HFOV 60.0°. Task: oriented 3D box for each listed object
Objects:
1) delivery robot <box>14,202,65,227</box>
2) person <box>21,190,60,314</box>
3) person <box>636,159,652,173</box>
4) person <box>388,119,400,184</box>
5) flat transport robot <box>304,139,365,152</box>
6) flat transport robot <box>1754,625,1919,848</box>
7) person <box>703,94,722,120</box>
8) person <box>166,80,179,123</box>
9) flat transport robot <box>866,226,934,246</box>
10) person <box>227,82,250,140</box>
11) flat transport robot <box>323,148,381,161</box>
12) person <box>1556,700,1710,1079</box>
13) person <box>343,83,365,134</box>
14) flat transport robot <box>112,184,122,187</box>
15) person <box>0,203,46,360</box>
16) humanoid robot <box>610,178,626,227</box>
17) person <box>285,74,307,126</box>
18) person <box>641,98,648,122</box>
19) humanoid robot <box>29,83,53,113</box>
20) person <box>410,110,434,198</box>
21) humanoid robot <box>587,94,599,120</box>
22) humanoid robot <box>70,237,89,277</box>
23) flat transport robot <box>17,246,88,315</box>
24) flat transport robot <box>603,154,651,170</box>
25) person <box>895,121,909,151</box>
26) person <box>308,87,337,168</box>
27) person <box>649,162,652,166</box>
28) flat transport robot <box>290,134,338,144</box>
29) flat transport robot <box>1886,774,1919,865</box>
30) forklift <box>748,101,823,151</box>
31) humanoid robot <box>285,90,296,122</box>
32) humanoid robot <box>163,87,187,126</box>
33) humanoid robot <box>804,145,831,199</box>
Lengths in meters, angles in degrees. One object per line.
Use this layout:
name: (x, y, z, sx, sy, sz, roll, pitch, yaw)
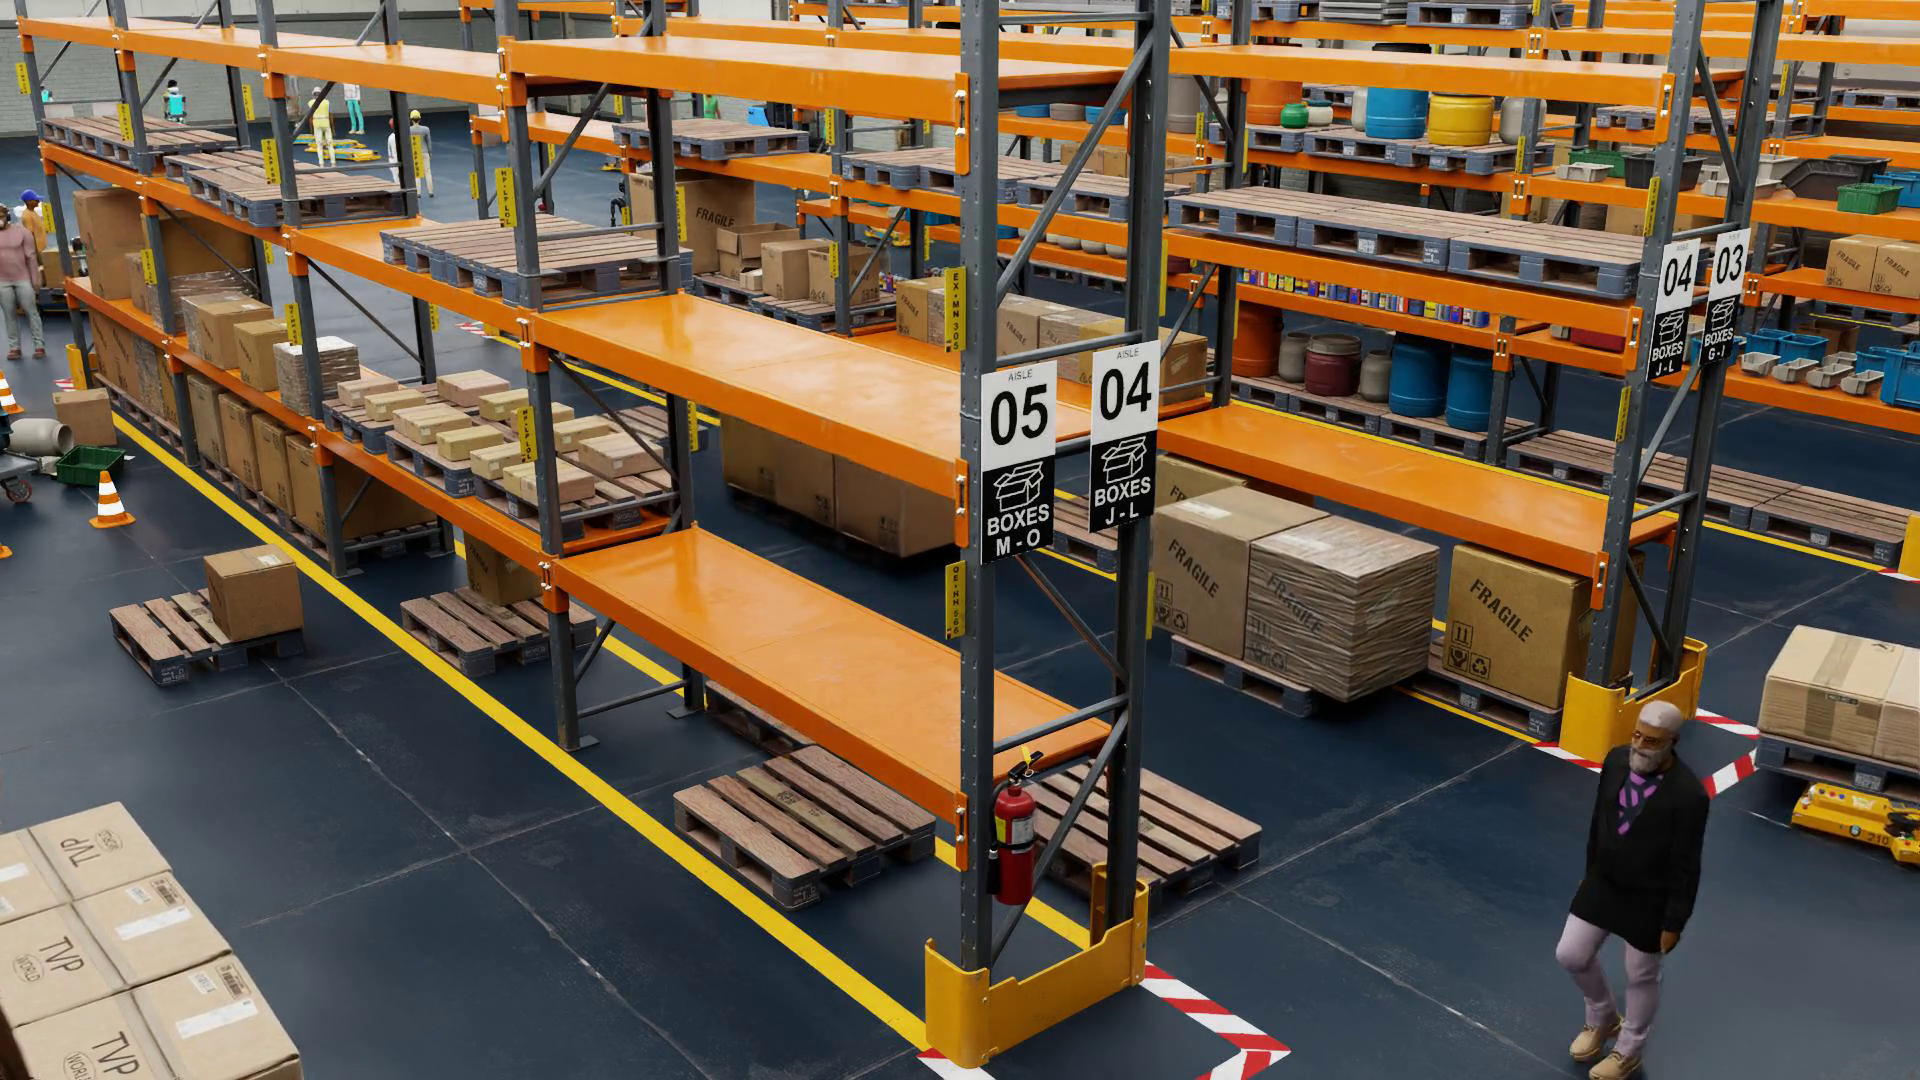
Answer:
delivery robot: (-16.838, -5.938, 30.410, 0.789, 0.598, 0.499, -4, 20, -12)
person: (-12.811, -4.012, 23.169, 0.352, 1.718, 0.436, -6, 20, -17)
person: (-5.127, -5.478, 27.085, 0.623, 1.902, 1.047, 14, 24, 34)
person: (-10.585, -6.993, 31.405, 0.359, 1.883, 0.572, -5, 20, -15)
flat transport robot: (-16.059, -10.111, 42.711, 0.659, 0.231, 1.431, 9, 21, 24)
flat transport robot: (5.441, 1.418, 9.900, 0.659, 0.231, 1.431, 13, 23, 33)
person: (-5.927, -9.917, 39.628, 0.588, 1.946, 0.750, -8, 21, -22)
person: (-21.074, -11.469, 44.496, 0.905, 1.647, 0.534, -3, 20, -9)
flat transport robot: (-1.063, -5.349, 29.158, 0.659, 0.231, 1.431, -10, 22, -26)
person: (-18.135, -10.664, 41.904, 0.388, 1.848, 0.778, -3, 20, -8)
flat transport robot: (-15.019, -9.482, 40.923, 1.431, 0.231, 0.659, 11, 22, 28)
person: (2.902, 1.538, 7.179, 0.457, 1.842, 0.562, -12, 23, -30)
person: (-17.048, -12.379, 46.707, 0.480, 1.909, 0.366, 5, 20, 13)
flat transport robot: (-17.973, -7.880, 36.364, 0.659, 0.231, 1.431, -2, 19, -6)
person: (-11.671, -3.185, 20.508, 0.620, 1.932, 0.366, -5, 20, -14)
humanoid robot: (-4.919, -4.523, 24.664, 0.599, 1.657, 0.315, -15, 24, -37)
person: (-19.500, -12.978, 48.494, 0.541, 1.849, 0.719, 14, 24, 35)
person: (-8.516, -12.098, 45.926, 0.570, 1.890, 0.375, -4, 20, -11)
humanoid robot: (-22.773, -10.474, 41.612, 0.893, 1.817, 0.549, 18, 26, 42)
person: (-11.171, -7.969, 34.359, 0.525, 1.768, 0.312, -11, 22, -28)
humanoid robot: (-9.914, -11.573, 44.818, 0.761, 1.627, 0.612, -5, 20, -14)
humanoid robot: (-10.268, -2.975, 20.226, 0.796, 1.782, 0.563, 14, 24, 34)
flat transport robot: (-12.576, -3.346, 23.460, 1.431, 0.231, 0.659, -1, 19, -3)
flat transport robot: (-7.527, -8.746, 38.827, 1.431, 0.231, 0.659, 4, 20, 12)
person: (-1.067, -7.883, 34.189, 0.531, 1.709, 0.947, -17, 26, -41)
person: (-14.850, -9.569, 38.725, 0.541, 1.890, 0.384, -8, 21, -22)
person: (-6.029, -7.557, 33.221, 0.341, 1.743, 0.479, 7, 21, 20)
flat transport robot: (-17.375, -10.646, 44.235, 1.431, 0.231, 0.659, -2, 19, -6)
flat transport robot: (5.655, 1.496, 9.678, 0.659, 0.231, 1.431, 5, 20, 15)
forklift: (-4.526, -11.368, 42.374, 1.129, 2.768, 1.873, -15, 24, -37)
humanoid robot: (-19.958, -13.164, 49.214, 0.951, 1.770, 0.562, -17, 26, -40)
humanoid robot: (-19.200, -10.148, 40.596, 0.956, 1.744, 0.543, 15, 24, 36)
humanoid robot: (-2.869, -7.809, 33.994, 0.915, 1.793, 0.549, -1, 19, -3)
